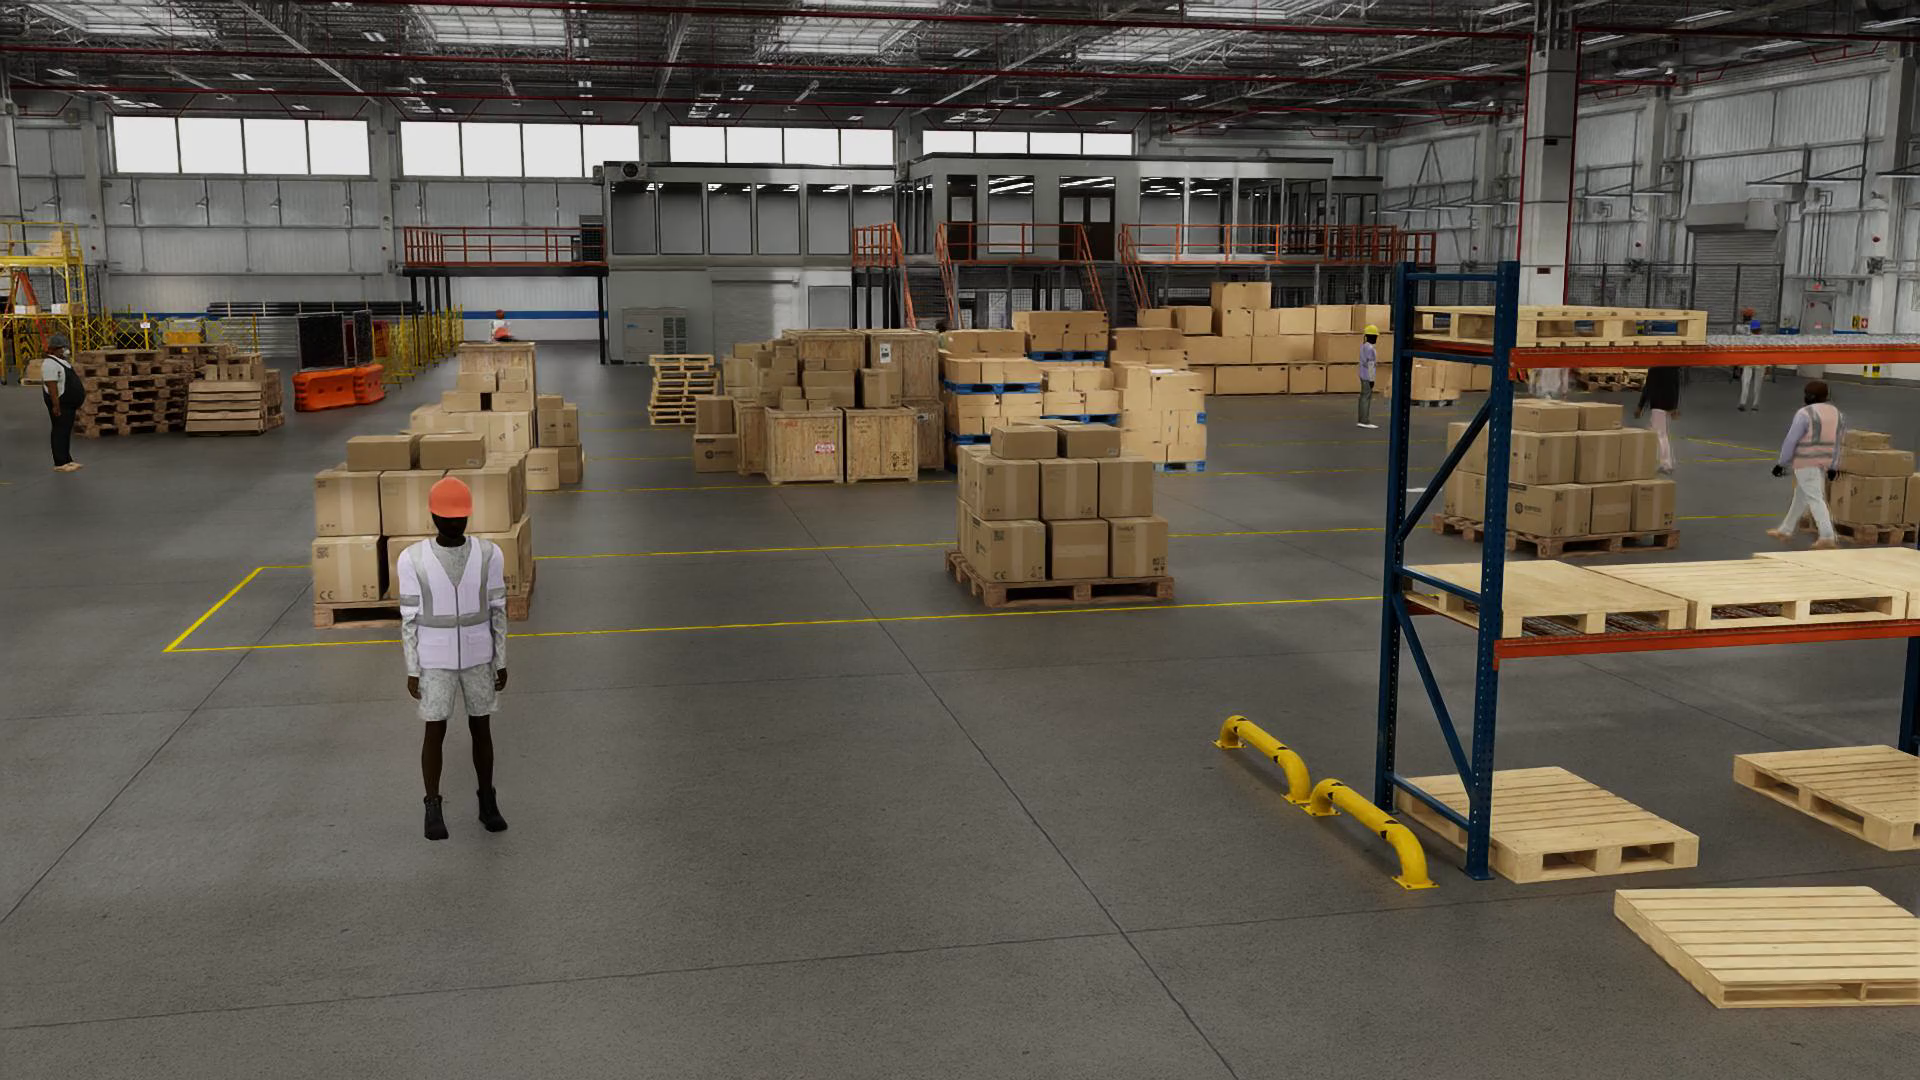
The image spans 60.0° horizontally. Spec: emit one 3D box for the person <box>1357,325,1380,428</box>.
[{"bbox_3d":[7.654,-3.057,31.152,0.366,1.926,0.594,0,9,-1],"label":"person"}]

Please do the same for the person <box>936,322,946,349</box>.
[{"bbox_3d":[-0.372,-3.944,36.950,0.906,1.813,0.630,6,11,32],"label":"person"}]

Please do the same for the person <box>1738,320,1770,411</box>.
[{"bbox_3d":[16.562,-3.625,34.683,0.622,1.892,0.982,6,11,34],"label":"person"}]

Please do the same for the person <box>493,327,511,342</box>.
[{"bbox_3d":[-7.627,-2.585,28.072,0.618,2.014,0.964,-9,13,-44],"label":"person"}]

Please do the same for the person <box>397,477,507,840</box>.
[{"bbox_3d":[-2.644,0.622,8.746,0.542,1.928,0.399,-4,10,-25],"label":"person"}]

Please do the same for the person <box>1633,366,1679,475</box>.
[{"bbox_3d":[10.108,-1.940,24.239,0.627,1.963,0.844,-7,12,-38],"label":"person"}]

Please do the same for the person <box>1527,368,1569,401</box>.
[{"bbox_3d":[9.802,-2.514,27.870,0.650,1.911,0.837,-1,9,-4],"label":"person"}]

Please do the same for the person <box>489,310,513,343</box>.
[{"bbox_3d":[-12.375,-5.287,44.984,0.609,1.839,0.943,0,9,3],"label":"person"}]

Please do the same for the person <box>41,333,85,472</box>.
[{"bbox_3d":[-13.209,-2.030,24.552,0.536,2.000,0.688,-2,10,-14],"label":"person"}]

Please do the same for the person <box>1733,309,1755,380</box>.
[{"bbox_3d":[21.115,-5.224,44.482,0.549,1.891,0.963,-9,13,-44],"label":"person"}]

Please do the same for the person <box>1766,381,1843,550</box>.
[{"bbox_3d":[9.124,-0.809,17.880,0.634,1.799,0.953,-5,10,-27],"label":"person"}]
